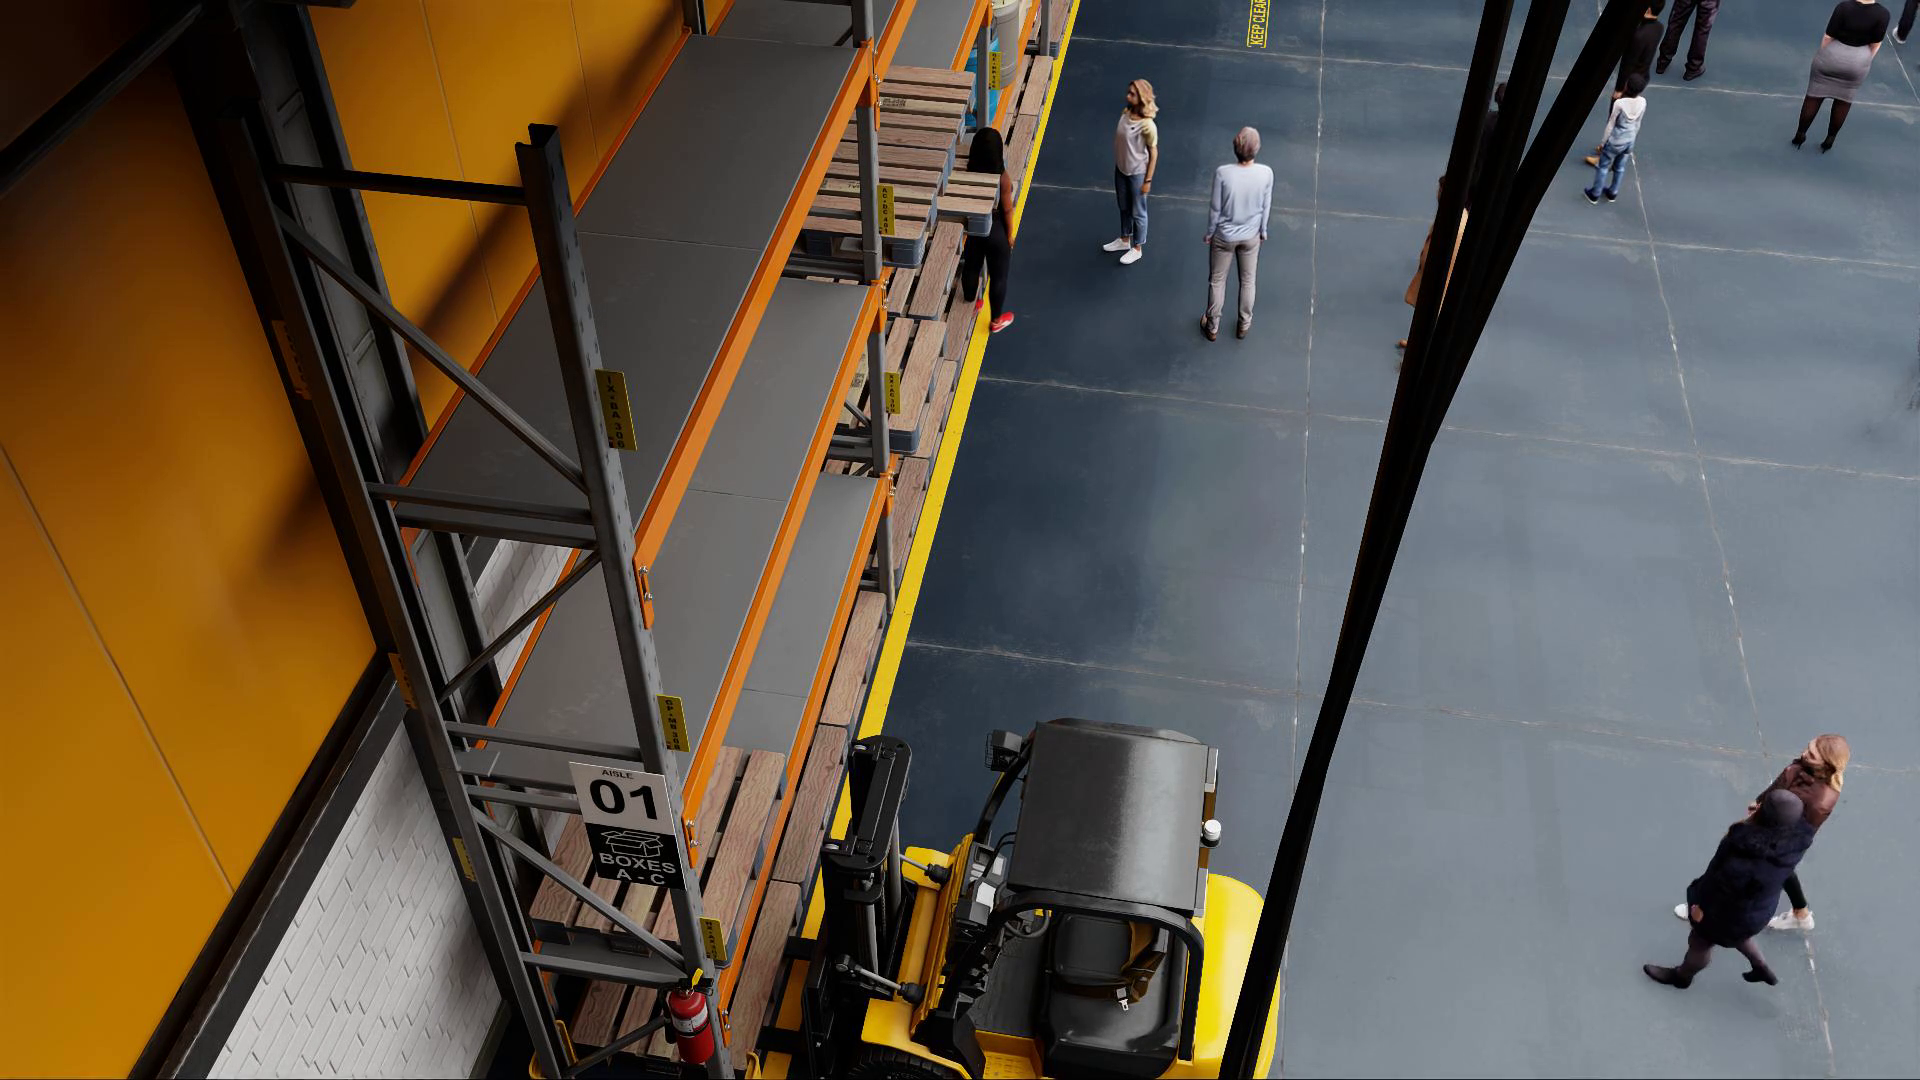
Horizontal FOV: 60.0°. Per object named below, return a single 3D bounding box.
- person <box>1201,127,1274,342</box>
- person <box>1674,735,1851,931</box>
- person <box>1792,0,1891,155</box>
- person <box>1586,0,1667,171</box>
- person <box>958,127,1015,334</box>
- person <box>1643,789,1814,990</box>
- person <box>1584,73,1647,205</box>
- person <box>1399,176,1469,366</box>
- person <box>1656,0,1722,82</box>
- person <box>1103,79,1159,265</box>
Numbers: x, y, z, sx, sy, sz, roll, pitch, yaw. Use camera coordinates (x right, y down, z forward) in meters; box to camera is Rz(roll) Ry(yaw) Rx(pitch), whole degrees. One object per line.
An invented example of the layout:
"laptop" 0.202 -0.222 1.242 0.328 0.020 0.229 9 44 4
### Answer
"person" 2.227 -2.457 13.420 0.707 1.892 0.620 0 44 0
"person" 4.656 1.646 9.256 0.796 1.693 0.955 14 45 14
"person" 8.301 -4.477 15.635 0.724 1.760 0.695 17 46 17
"person" 6.252 -4.280 15.457 0.777 1.720 0.661 33 53 30
"person" 0.213 -2.527 13.547 0.747 1.816 0.743 23 48 23
"person" 4.265 1.955 8.952 0.929 1.666 0.965 -33 53 -30
"person" 5.994 -3.652 15.133 0.537 1.258 0.574 -9 44 -9
"person" 3.810 -2.129 13.195 0.697 1.727 0.545 7 44 8
"person" 7.452 -5.571 16.670 0.775 1.915 0.759 28 50 26
"person" 1.496 -3.169 14.290 0.761 1.722 0.683 -22 48 -22
